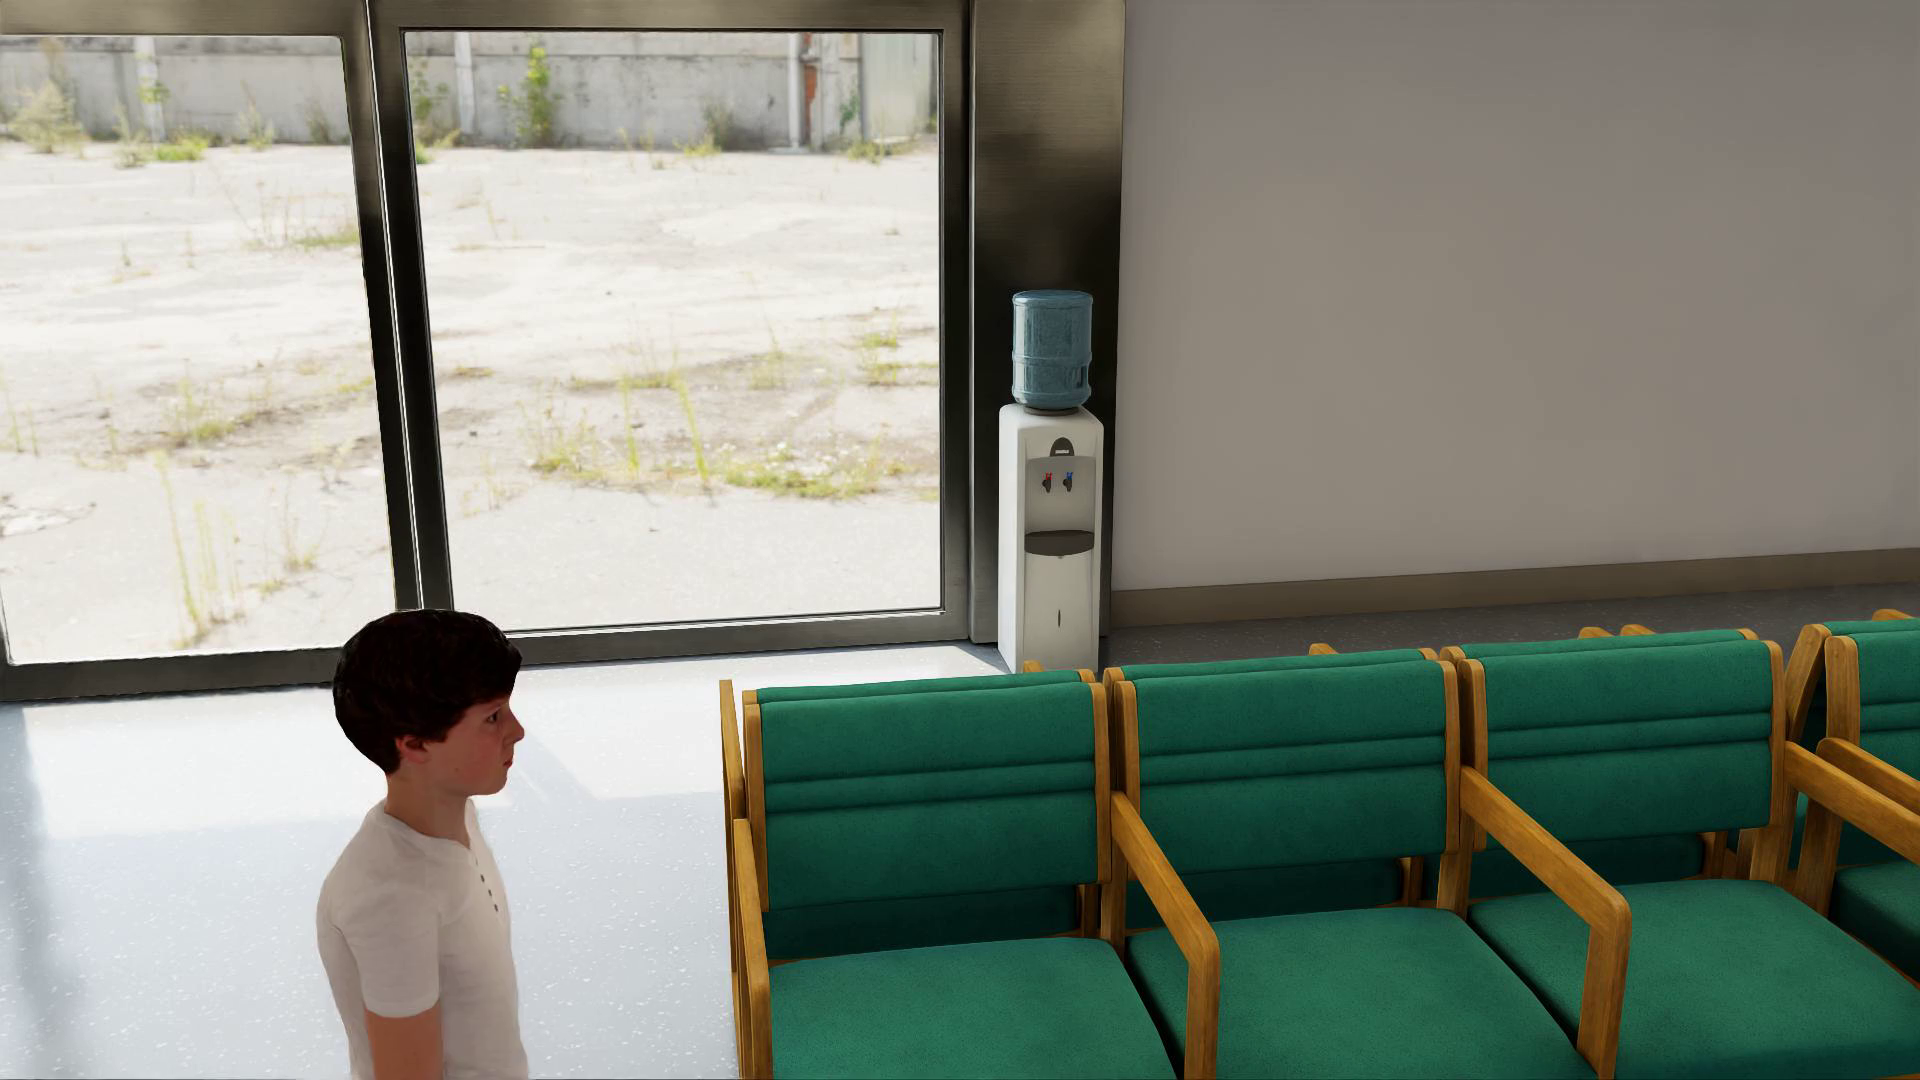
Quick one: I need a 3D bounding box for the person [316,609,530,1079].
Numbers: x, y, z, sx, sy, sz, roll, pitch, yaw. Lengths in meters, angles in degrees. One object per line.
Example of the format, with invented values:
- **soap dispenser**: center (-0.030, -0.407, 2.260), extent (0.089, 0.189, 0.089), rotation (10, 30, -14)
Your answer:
- **person**: center (-0.781, 0.899, 2.294), extent (0.693, 1.640, 0.843), rotation (-1, 16, -4)
